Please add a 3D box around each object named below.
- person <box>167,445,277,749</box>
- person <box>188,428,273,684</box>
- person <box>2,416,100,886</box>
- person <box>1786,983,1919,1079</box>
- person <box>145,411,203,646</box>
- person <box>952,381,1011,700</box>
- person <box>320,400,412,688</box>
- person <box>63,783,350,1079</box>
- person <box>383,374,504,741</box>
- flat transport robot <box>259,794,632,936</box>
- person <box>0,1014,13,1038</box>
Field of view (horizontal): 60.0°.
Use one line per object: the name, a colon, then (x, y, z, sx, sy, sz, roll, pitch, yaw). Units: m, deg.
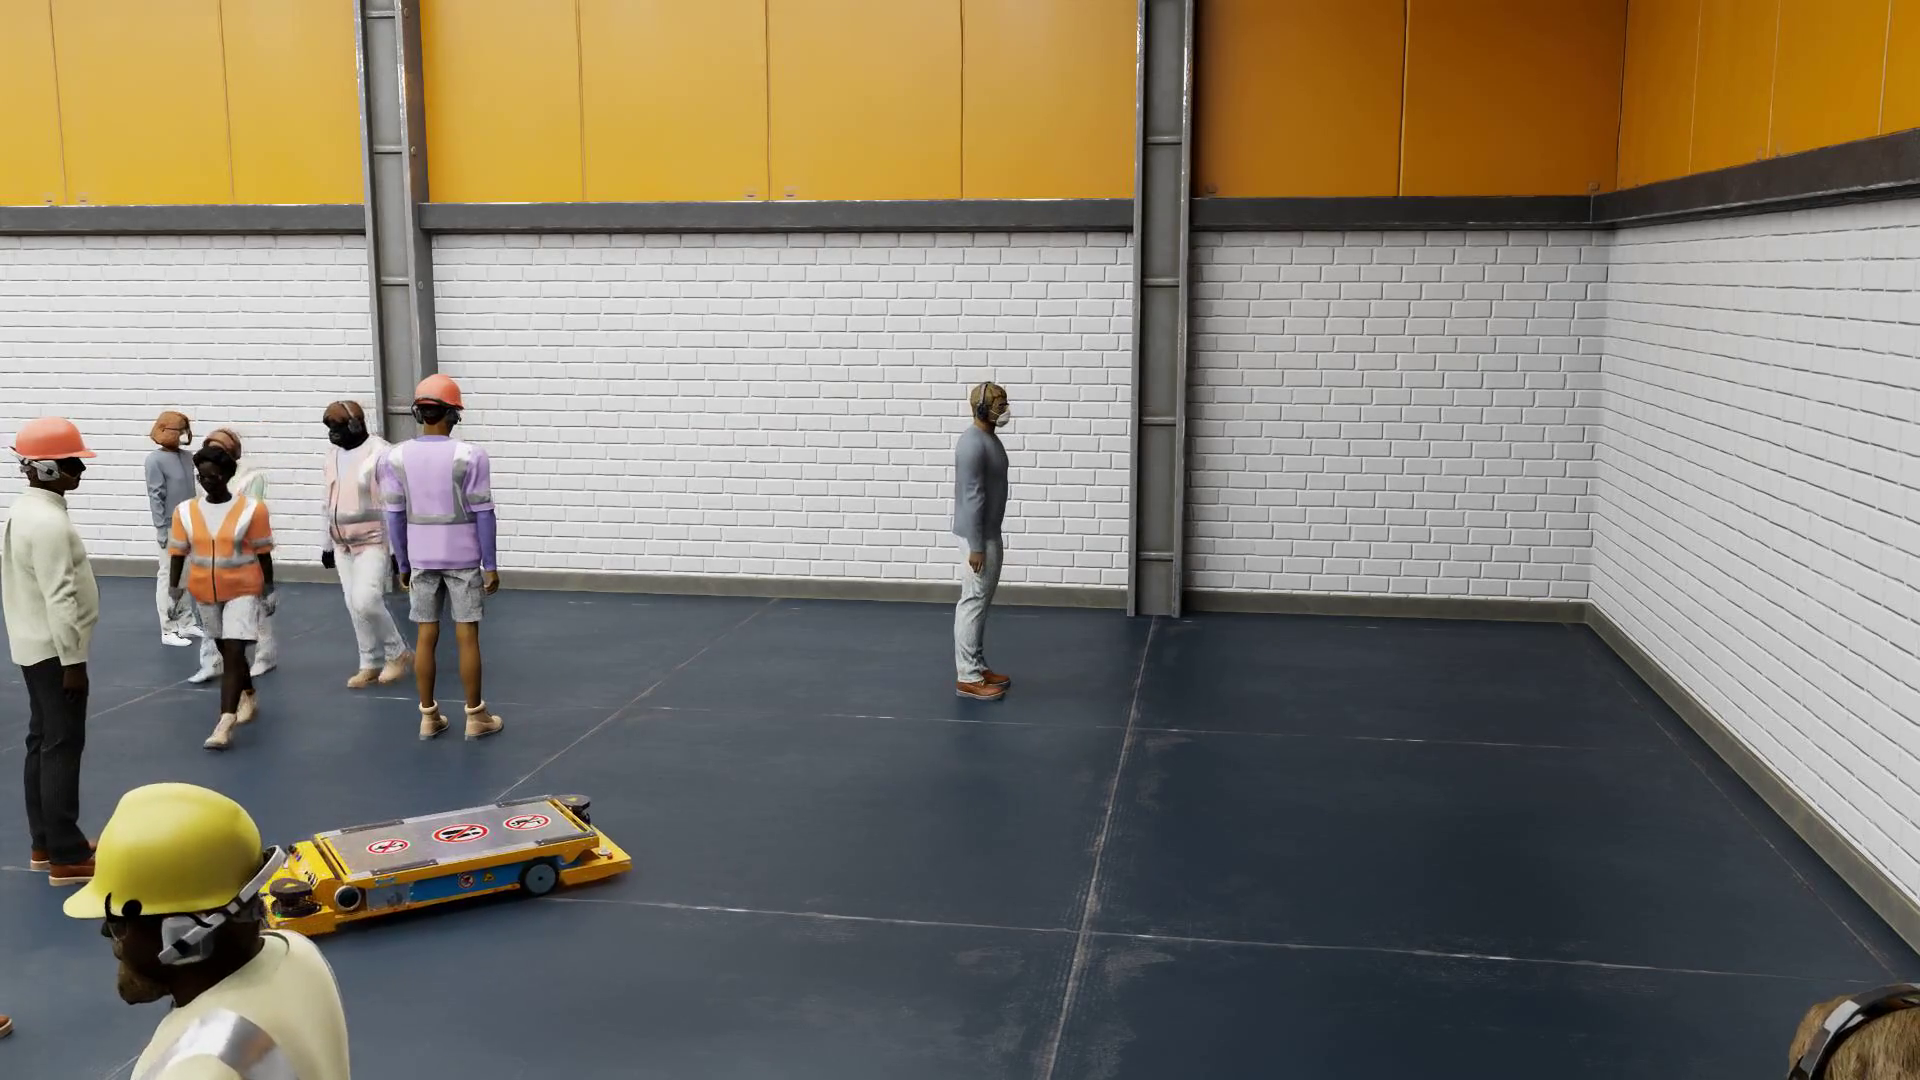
person: (-4.102, 0.291, 9.259, 0.544, 1.647, 0.890, 0, 9, -1)
person: (-4.613, 0.108, 10.488, 0.518, 1.612, 0.671, 2, 9, 10)
person: (-3.847, 0.465, 7.120, 0.395, 1.993, 0.616, -7, 12, -39)
person: (0.877, 1.370, 1.711, 0.627, 1.940, 0.375, -2, 9, -12)
person: (-5.472, -0.087, 11.634, 0.288, 1.634, 0.499, 1, 9, 6)
person: (0.137, -0.006, 10.199, 0.354, 1.937, 0.635, 2, 9, 10)
person: (-3.700, 0.035, 10.316, 0.665, 1.817, 0.442, 5, 11, 29)
person: (-1.172, 1.271, 2.695, 0.403, 1.824, 0.598, -1, 9, -8)
person: (-2.846, 0.103, 9.215, 0.607, 2.041, 0.377, 1, 9, 5)
flat transport robot: (-2.180, 1.343, 7.007, 1.431, 0.197, 0.652, -6, 11, -31)
person: (-3.366, 0.751, 5.355, 0.375, 1.995, 0.609, -3, 10, -18)
